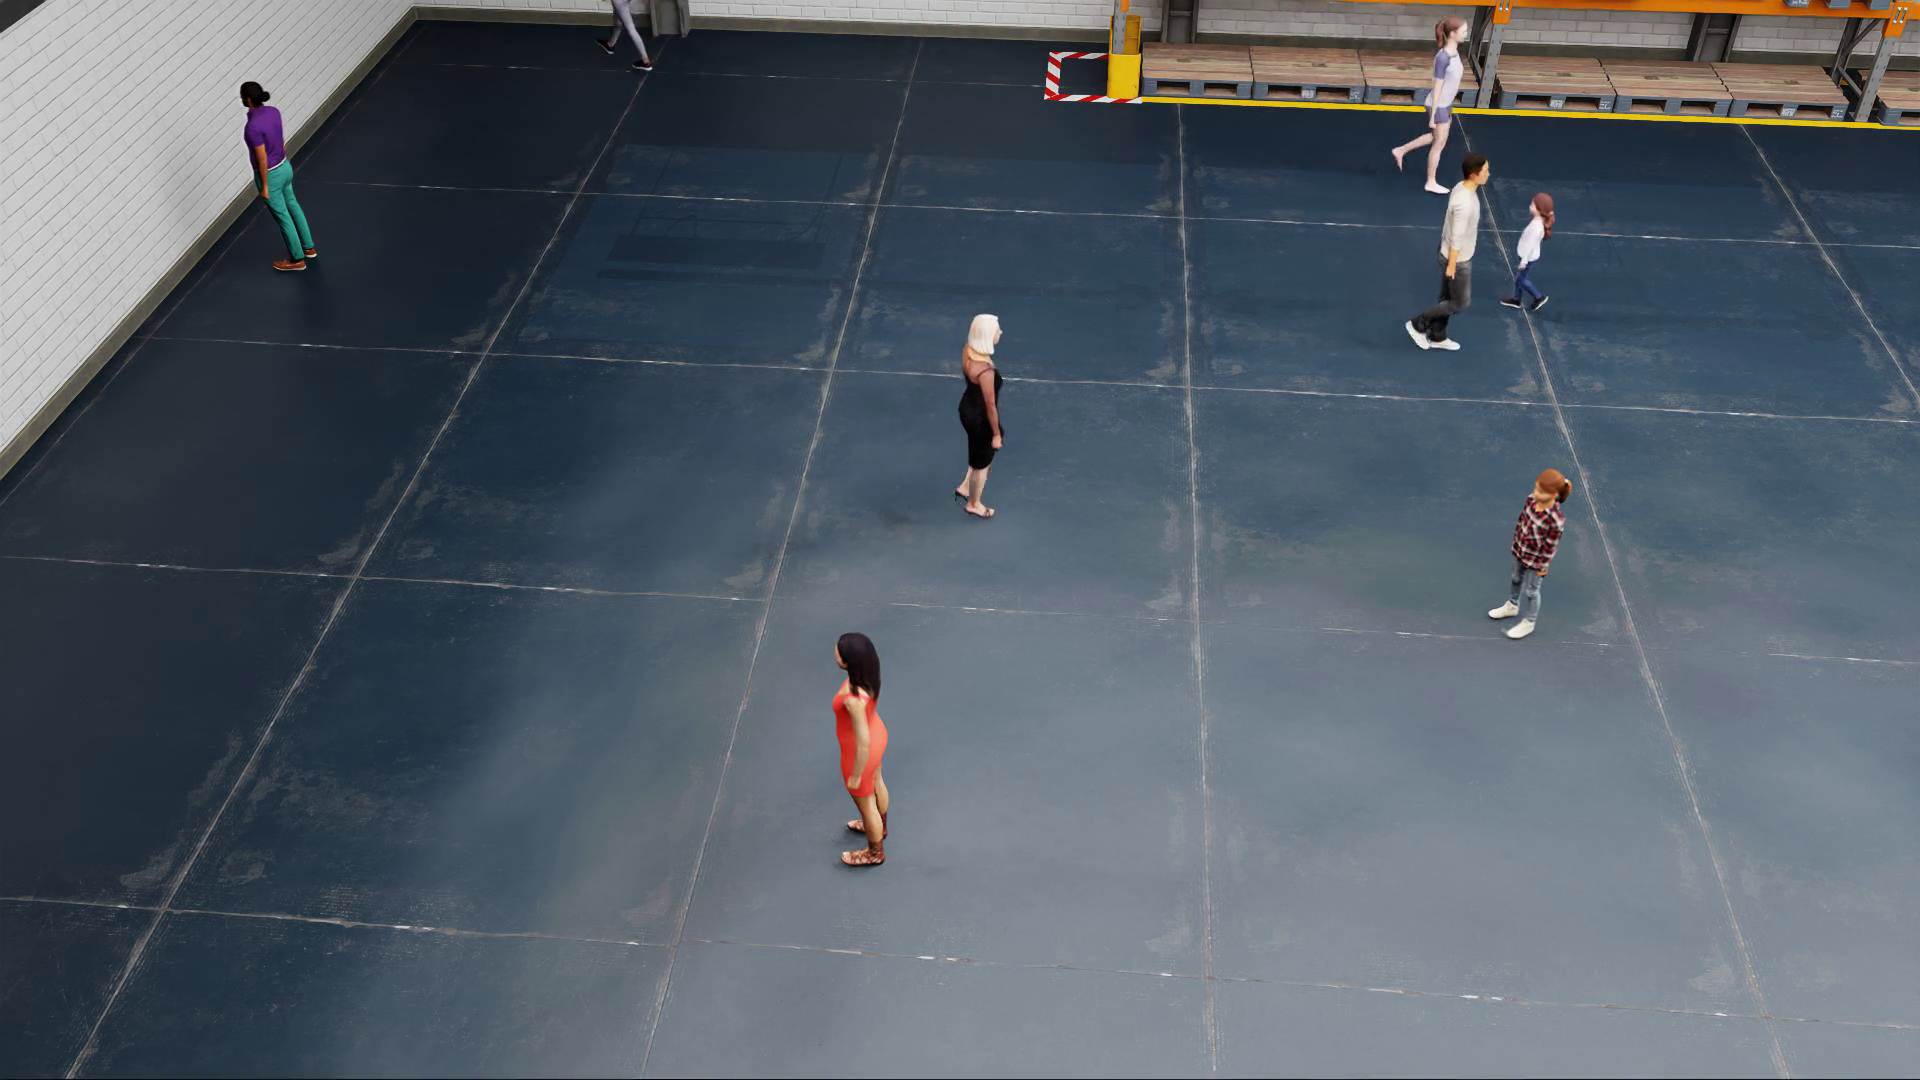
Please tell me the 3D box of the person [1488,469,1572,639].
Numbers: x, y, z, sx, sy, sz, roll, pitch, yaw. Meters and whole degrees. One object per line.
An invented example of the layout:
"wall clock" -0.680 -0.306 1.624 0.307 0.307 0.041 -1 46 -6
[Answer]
"person" 3.843 0.068 11.120 0.608 1.303 0.594 -13 40 -15

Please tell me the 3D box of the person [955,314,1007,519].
"person" 0.065 -0.853 11.928 0.740 1.734 0.713 -10 40 -12

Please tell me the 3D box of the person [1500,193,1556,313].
"person" 5.009 -2.486 14.478 0.647 1.104 0.519 12 40 15

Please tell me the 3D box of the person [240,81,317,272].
"person" -6.153 -3.284 14.945 0.565 1.768 0.616 4 39 5

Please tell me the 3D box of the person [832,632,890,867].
"person" -0.543 1.181 9.394 0.507 1.719 0.596 5 39 6

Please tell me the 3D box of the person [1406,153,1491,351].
"person" 4.020 -2.369 13.774 0.742 1.800 0.683 7 39 9

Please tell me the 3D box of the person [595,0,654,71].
"person" -3.692 -6.038 18.466 1.177 1.678 0.877 20 43 23

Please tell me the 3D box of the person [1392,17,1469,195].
"person" 4.572 -4.221 16.135 0.958 1.748 0.762 18 42 21
